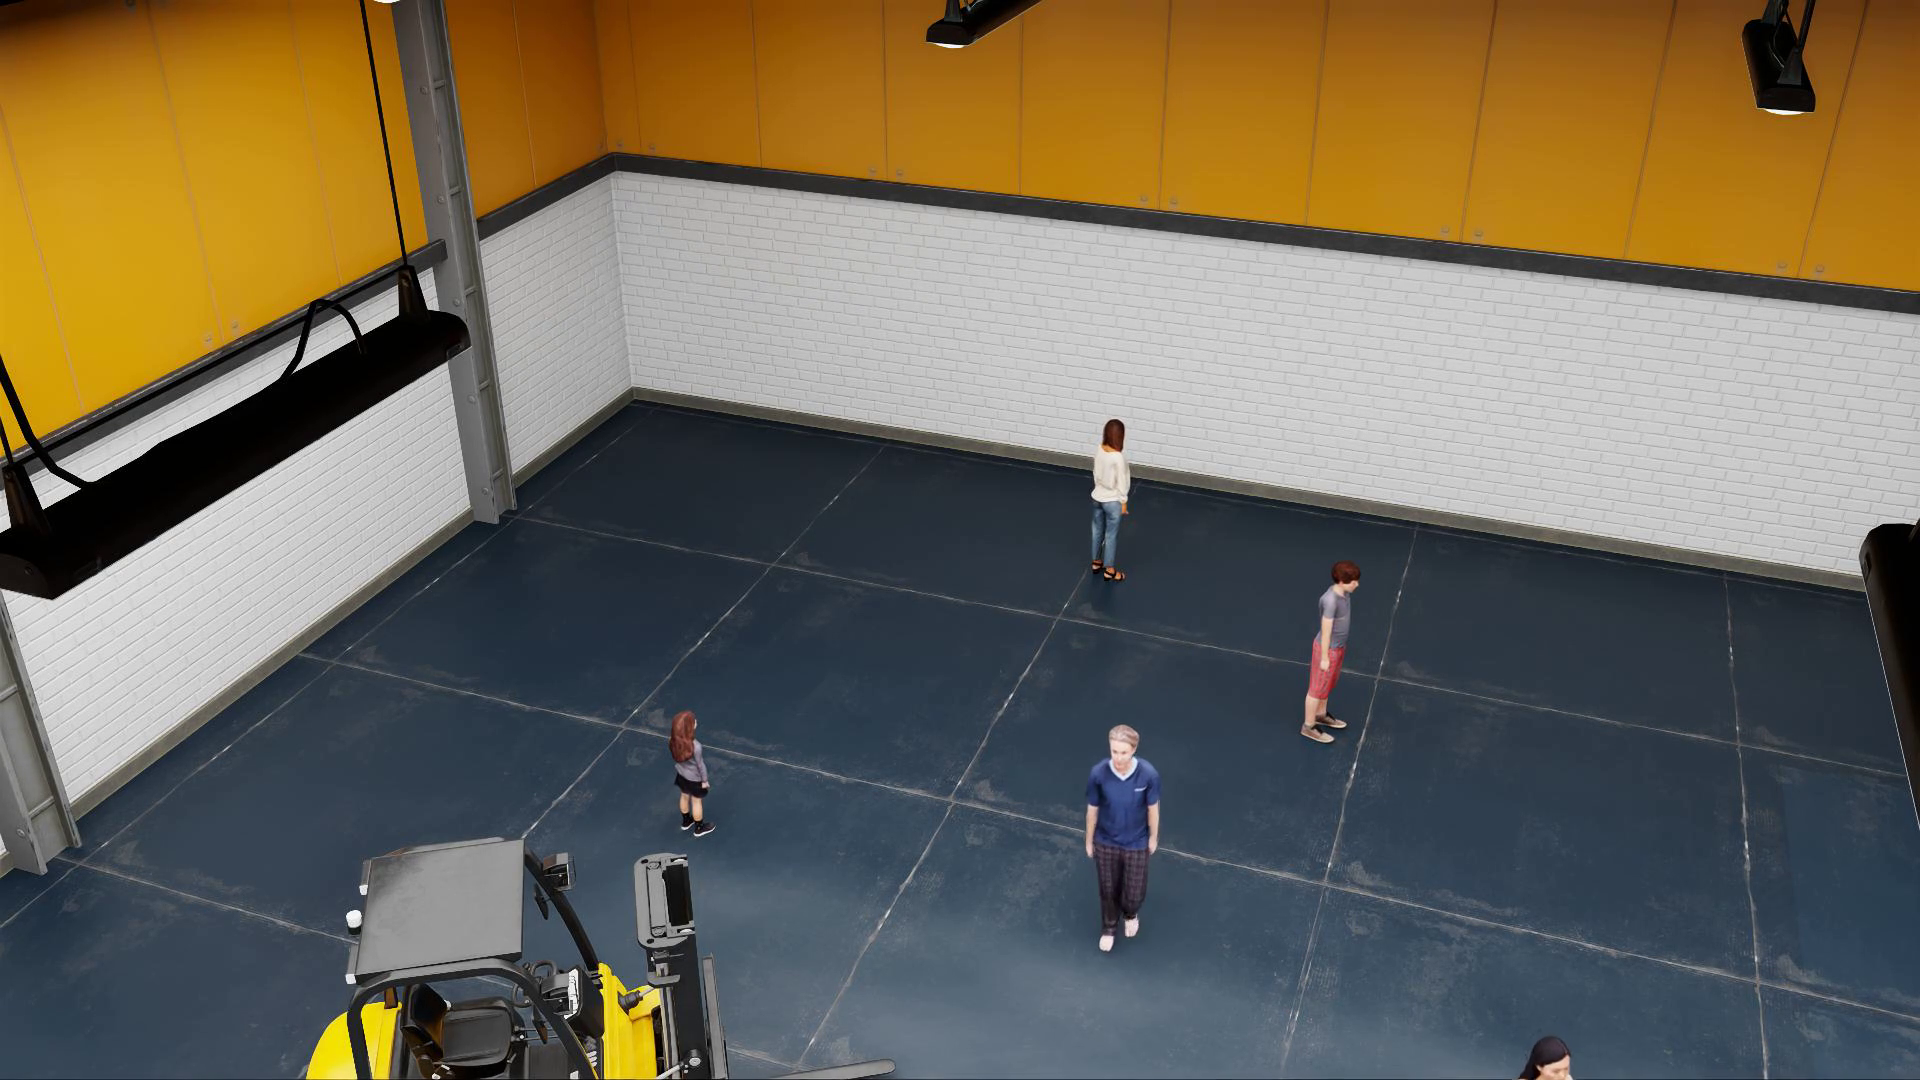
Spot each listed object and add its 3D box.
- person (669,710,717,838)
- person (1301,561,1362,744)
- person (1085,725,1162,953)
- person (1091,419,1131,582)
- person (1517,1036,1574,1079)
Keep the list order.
[{"bbox_3d":[-2.076,1.775,12.783,0.528,1.106,0.537,23,36,35],"label":"person"},{"bbox_3d":[3.065,0.895,13.829,0.676,1.649,0.536,17,33,28],"label":"person"},{"bbox_3d":[1.125,2.028,11.537,0.725,1.855,0.747,5,29,8],"label":"person"},{"bbox_3d":[1.441,-0.394,16.163,0.737,1.677,0.701,-17,33,-28],"label":"person"},{"bbox_3d":[3.098,3.385,9.132,0.801,1.774,0.859,-12,31,-20],"label":"person"}]
